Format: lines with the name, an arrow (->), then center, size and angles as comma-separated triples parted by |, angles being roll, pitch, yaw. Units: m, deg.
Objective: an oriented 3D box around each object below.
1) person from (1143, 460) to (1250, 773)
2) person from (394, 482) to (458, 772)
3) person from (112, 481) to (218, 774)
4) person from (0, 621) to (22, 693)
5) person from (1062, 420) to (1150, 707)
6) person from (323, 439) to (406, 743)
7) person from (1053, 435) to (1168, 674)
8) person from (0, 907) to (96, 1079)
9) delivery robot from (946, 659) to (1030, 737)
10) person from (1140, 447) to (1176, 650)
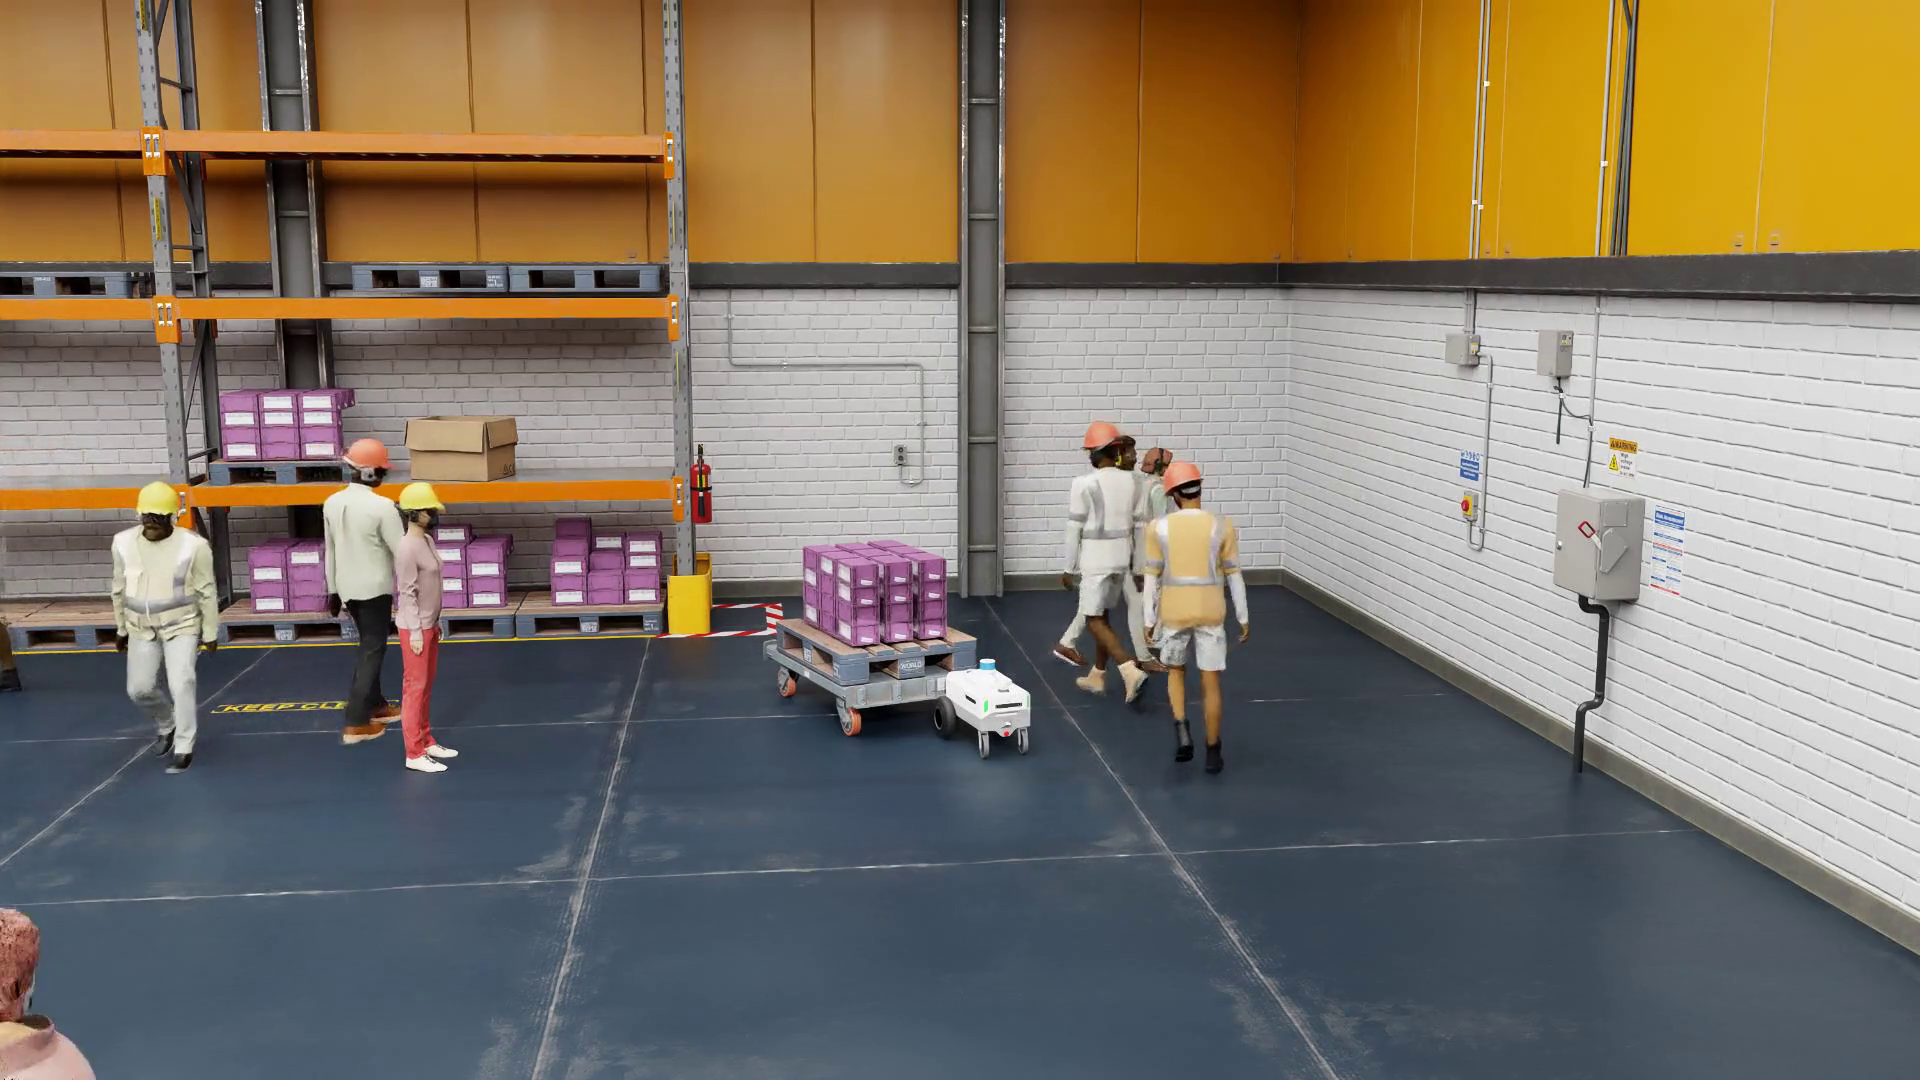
person -> 1.453, 0.467, 10.163 | 0.655, 1.894, 0.475 | 2, 9, 14
person -> -3.286, 0.525, 10.191 | 0.306, 1.771, 0.522 | -1, 9, -4
person -> -4.811, 0.525, 10.084 | 0.615, 1.804, 0.555 | 0, 9, -3
person -> -7.196, 0.202, 11.790 | 0.906, 1.898, 0.562 | -3, 10, -19
person -> 1.071, 0.167, 11.696 | 0.597, 2.009, 0.840 | -7, 11, -35
person -> -3.831, 0.320, 10.844 | 0.630, 1.959, 0.652 | 6, 11, 32
person -> 1.158, 0.100, 12.692 | 0.950, 1.831, 0.539 | 2, 9, 14
person -> -1.766, 1.625, 3.087 | 0.399, 1.886, 0.680 | -5, 10, -28
delivery robot -> 0.176, 1.007, 10.664 | 0.477, 0.478, 0.707 | -3, 10, -21
person -> 1.568, 0.065, 13.467 | 0.309, 1.640, 0.513 | -2, 9, -15
